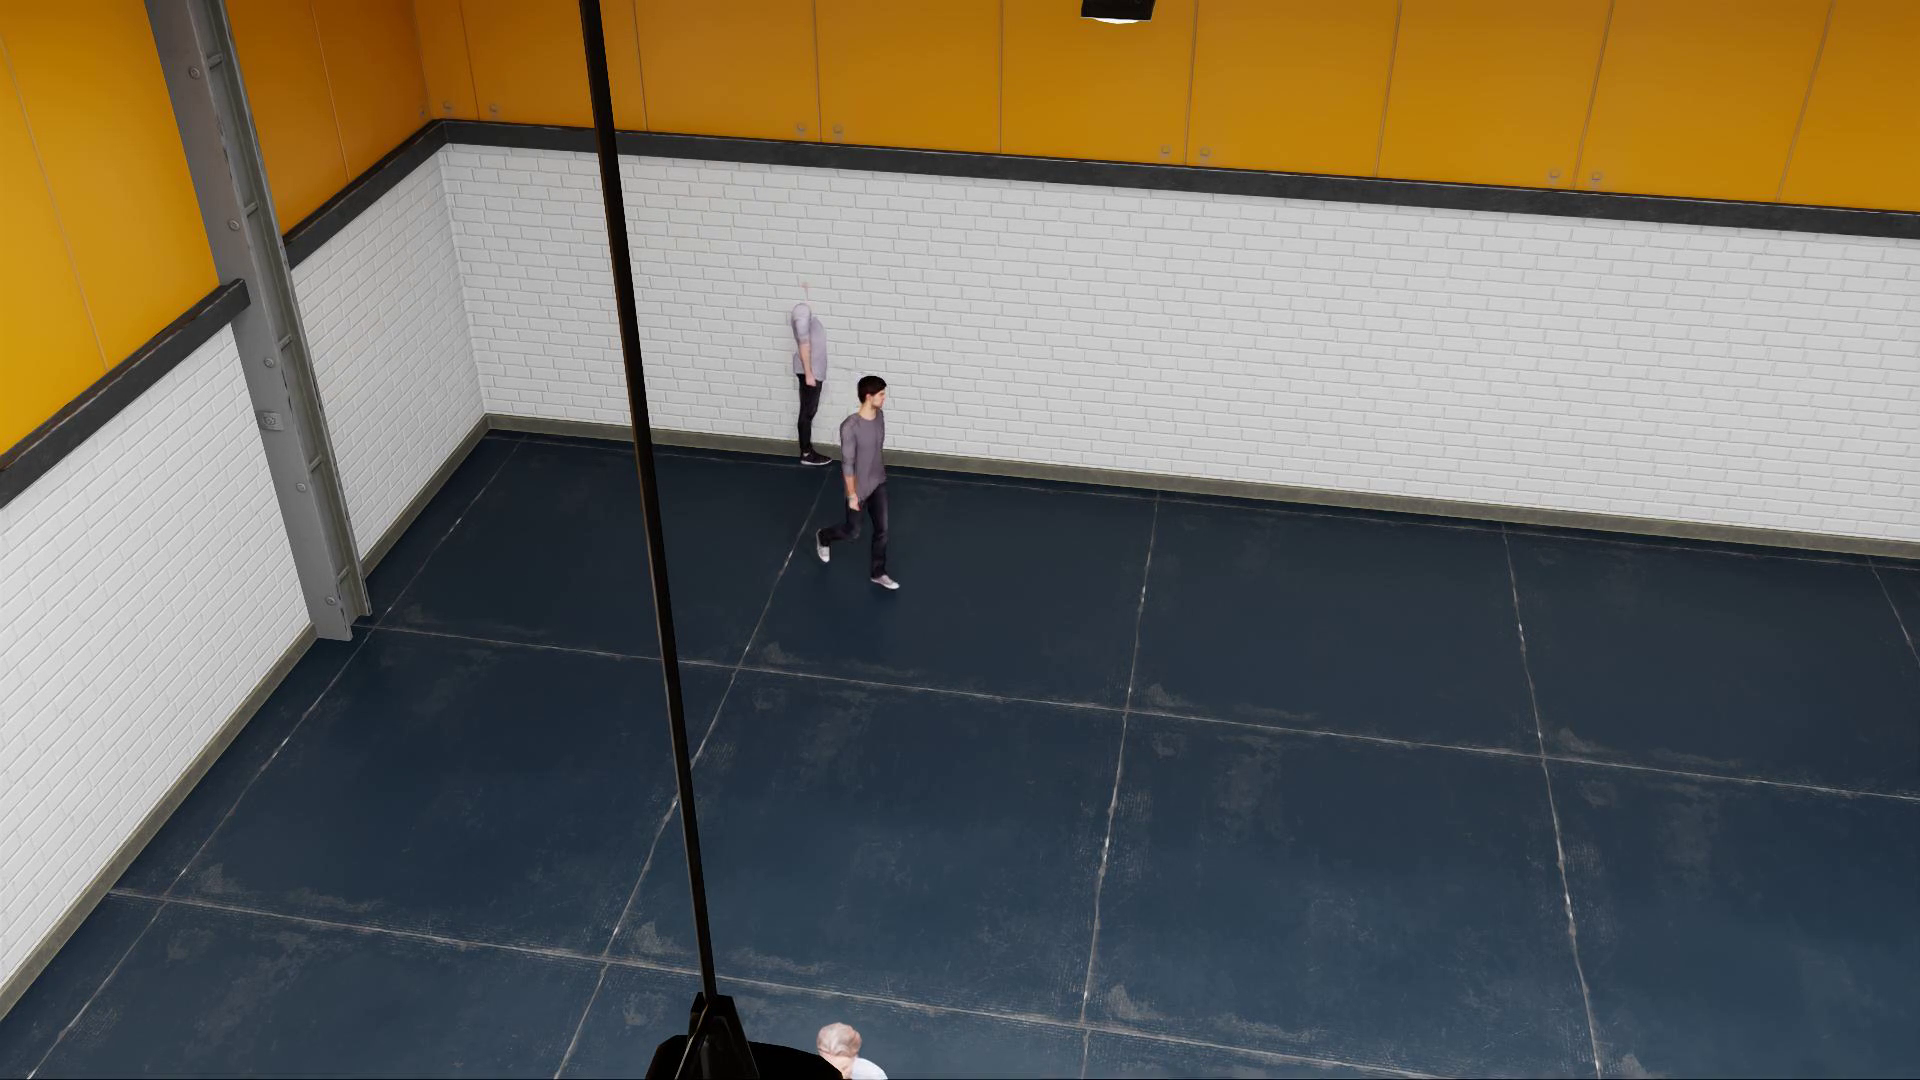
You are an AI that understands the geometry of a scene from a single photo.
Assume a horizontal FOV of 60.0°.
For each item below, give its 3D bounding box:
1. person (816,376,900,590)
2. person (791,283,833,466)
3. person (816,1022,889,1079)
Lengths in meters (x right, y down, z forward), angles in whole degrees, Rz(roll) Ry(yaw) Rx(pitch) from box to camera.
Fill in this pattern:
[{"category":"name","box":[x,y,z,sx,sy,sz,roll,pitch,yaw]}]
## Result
[{"category":"person","box":[-0.838,-0.473,13.378,1.090,1.815,1.127,27,42,34]},{"category":"person","box":[-1.354,-1.579,15.025,0.755,1.834,0.563,1,34,2]},{"category":"person","box":[-0.578,3.013,8.062,0.716,1.894,0.682,-4,34,-6]}]
